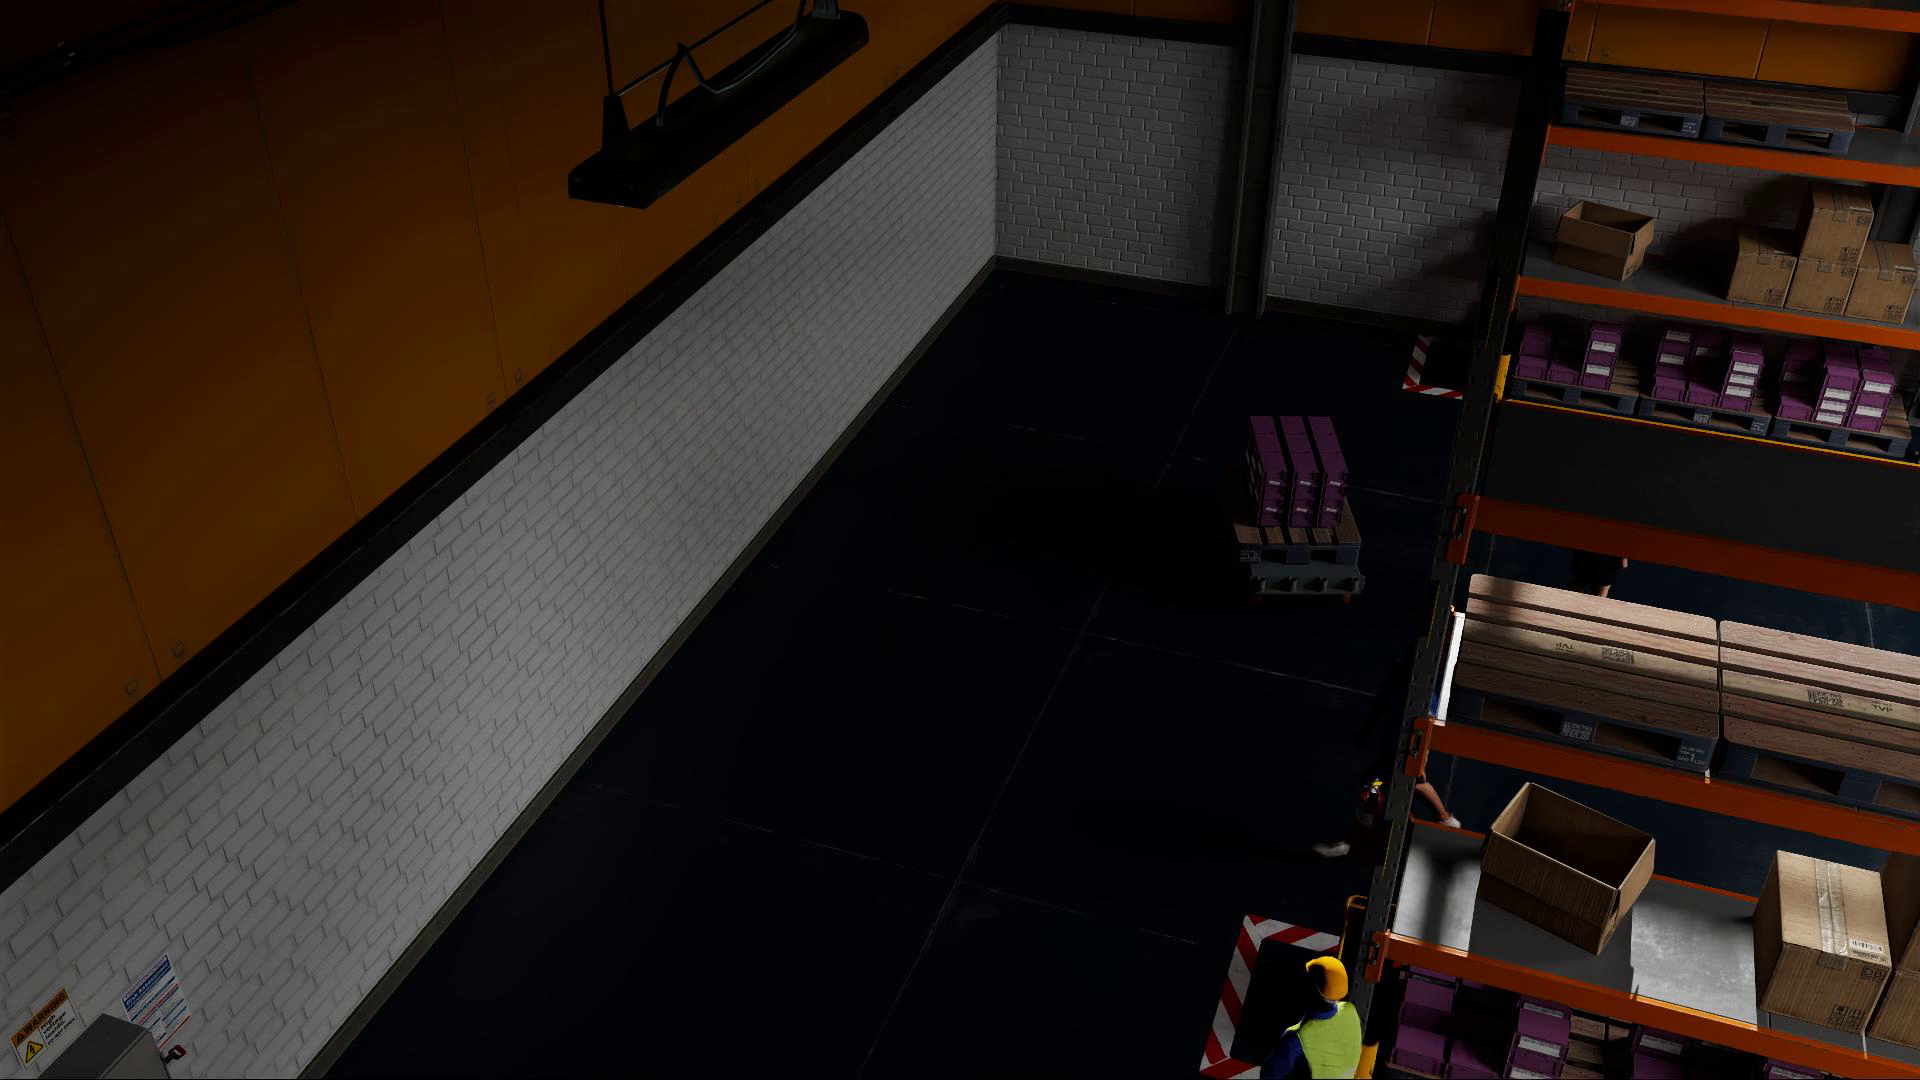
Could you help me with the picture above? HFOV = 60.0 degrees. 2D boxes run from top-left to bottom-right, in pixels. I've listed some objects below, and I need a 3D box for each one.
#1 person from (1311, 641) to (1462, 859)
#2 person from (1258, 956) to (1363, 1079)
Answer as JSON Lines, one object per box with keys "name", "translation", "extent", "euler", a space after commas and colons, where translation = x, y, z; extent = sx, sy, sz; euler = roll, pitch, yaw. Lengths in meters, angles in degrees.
{"name": "person", "translation": [2.970, 1.365, 10.880], "extent": [1.364, 1.821, 1.048], "euler": [-2, 34, -4]}
{"name": "person", "translation": [1.864, 2.916, 8.571], "extent": [0.802, 1.795, 0.824], "euler": [-27, 42, -34]}
